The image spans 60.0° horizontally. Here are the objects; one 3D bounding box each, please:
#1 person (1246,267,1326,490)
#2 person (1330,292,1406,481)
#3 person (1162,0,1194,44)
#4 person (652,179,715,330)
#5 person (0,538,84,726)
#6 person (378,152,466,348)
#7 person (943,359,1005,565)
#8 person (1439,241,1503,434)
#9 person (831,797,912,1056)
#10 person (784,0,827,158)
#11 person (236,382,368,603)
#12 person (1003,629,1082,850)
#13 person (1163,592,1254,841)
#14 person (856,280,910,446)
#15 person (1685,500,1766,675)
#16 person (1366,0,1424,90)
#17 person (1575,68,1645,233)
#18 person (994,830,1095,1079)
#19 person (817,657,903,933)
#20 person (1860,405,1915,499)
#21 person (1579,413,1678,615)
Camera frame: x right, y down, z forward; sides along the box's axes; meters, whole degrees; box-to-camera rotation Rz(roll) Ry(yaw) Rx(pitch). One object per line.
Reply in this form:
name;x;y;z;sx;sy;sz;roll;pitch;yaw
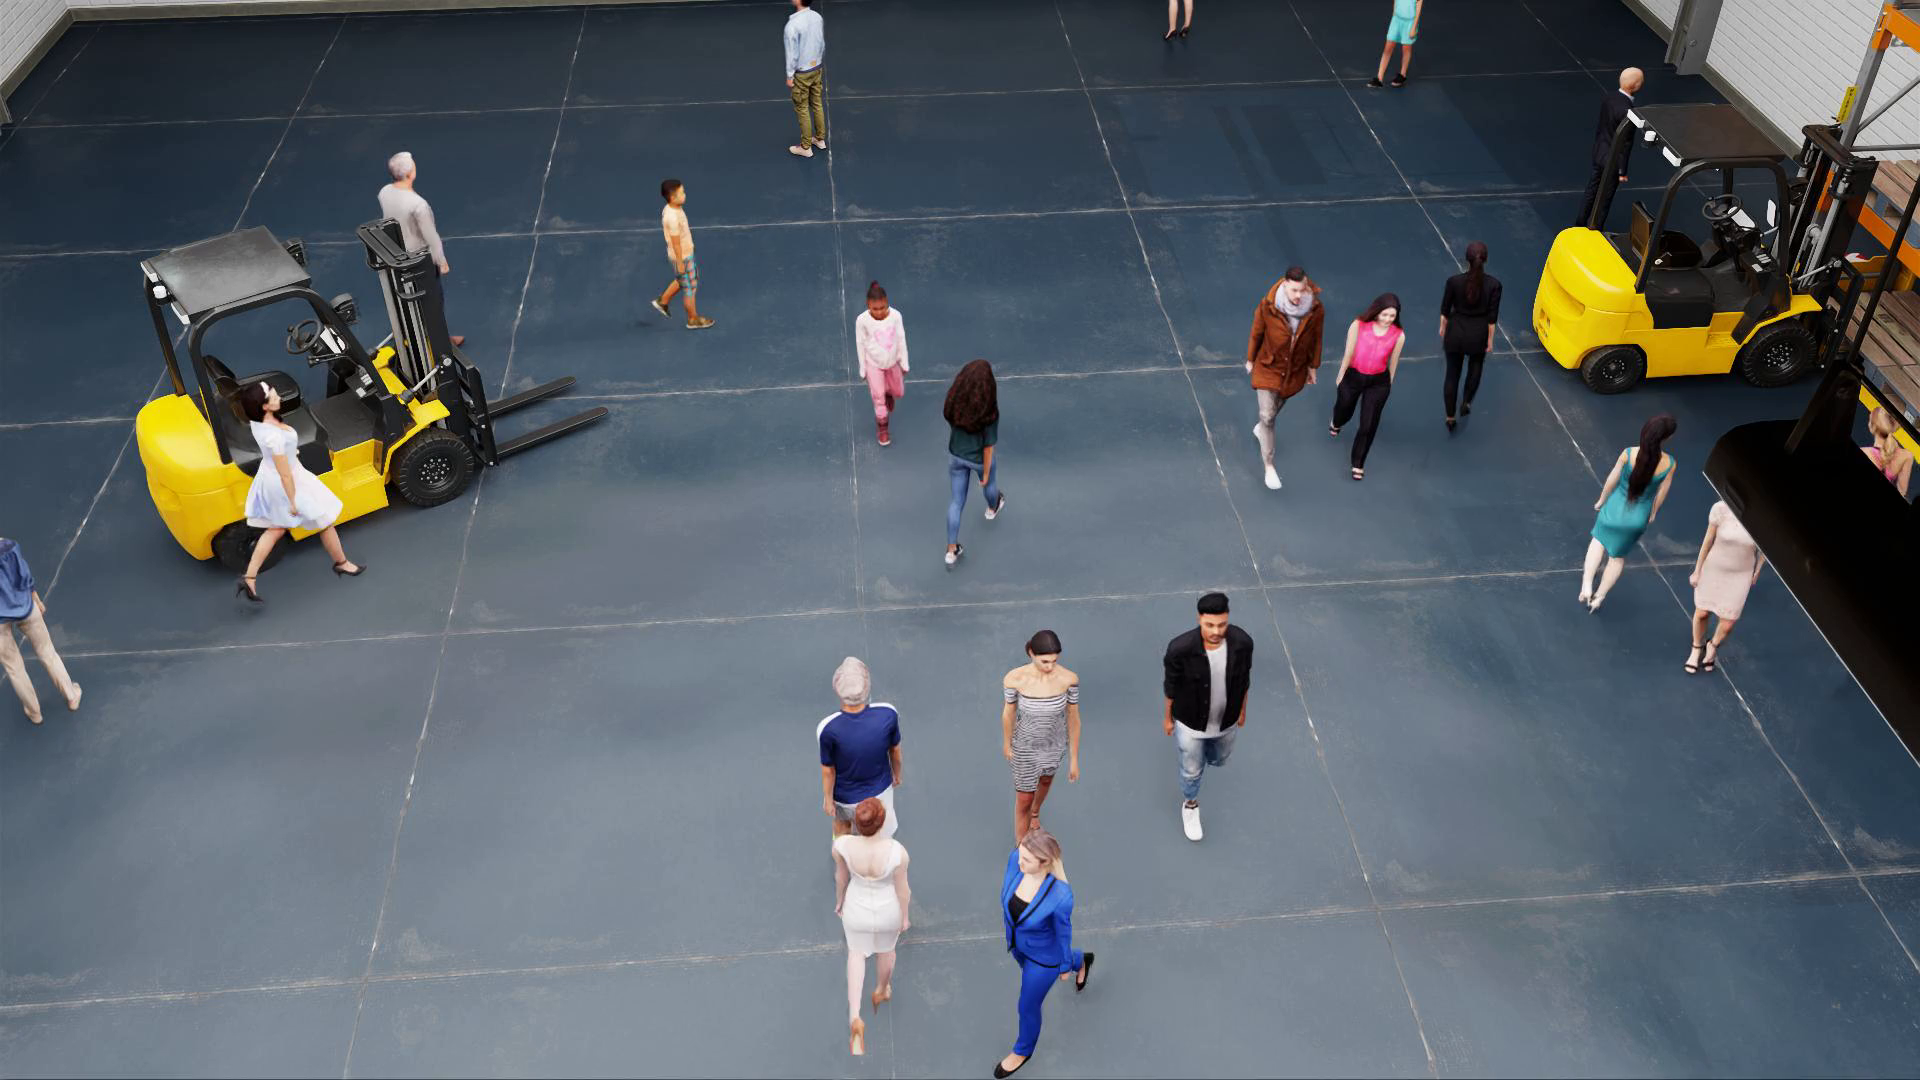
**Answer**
person;2.493;-1.372;13.047;0.765;1.784;1.156;-7;39;-8
person;3.155;-1.255;13.019;0.754;1.636;0.938;10;40;13
person;2.659;-6.855;19.946;0.661;1.742;0.636;-18;42;-21
person;-2.541;-2.529;14.760;0.636;1.454;0.712;-7;39;-9
person;-6.182;0.486;10.790;0.706;1.697;0.718;-22;44;-25
person;-4.694;-2.368;14.206;0.986;1.893;1.049;26;45;28
person;0.039;-0.547;12.188;0.916;1.567;1.182;14;41;17
person;4.058;-1.577;13.422;0.750;1.636;0.803;14;41;17
person;-0.490;2.047;8.771;0.711;1.777;0.940;6;39;8
person;-1.622;-4.942;17.494;0.814;1.812;0.740;25;45;28
person;-4.827;-0.297;11.703;1.143;1.783;1.189;-28;47;-31
person;0.466;1.152;9.873;0.595;1.801;0.799;-4;39;-5
person;1.478;0.973;10.107;0.717;1.789;0.957;-5;39;-6
person;-0.638;-1.497;13.477;0.625;1.443;0.798;-10;40;-13
person;5.109;0.176;11.092;0.709;1.805;0.755;11;40;14
person;5.112;-5.914;18.929;0.897;1.541;0.928;32;48;33
person;6.204;-3.646;15.881;0.749;1.801;0.547;-7;39;-8
person;0.469;2.095;8.792;1.077;1.677;1.088;-29;47;-31
person;-0.535;1.471;9.473;0.861;1.801;1.250;-12;40;-15
person;6.207;-0.066;11.435;0.753;1.755;0.879;8;39;10
person;4.640;-0.125;11.569;0.686;1.680;0.717;10;40;12
